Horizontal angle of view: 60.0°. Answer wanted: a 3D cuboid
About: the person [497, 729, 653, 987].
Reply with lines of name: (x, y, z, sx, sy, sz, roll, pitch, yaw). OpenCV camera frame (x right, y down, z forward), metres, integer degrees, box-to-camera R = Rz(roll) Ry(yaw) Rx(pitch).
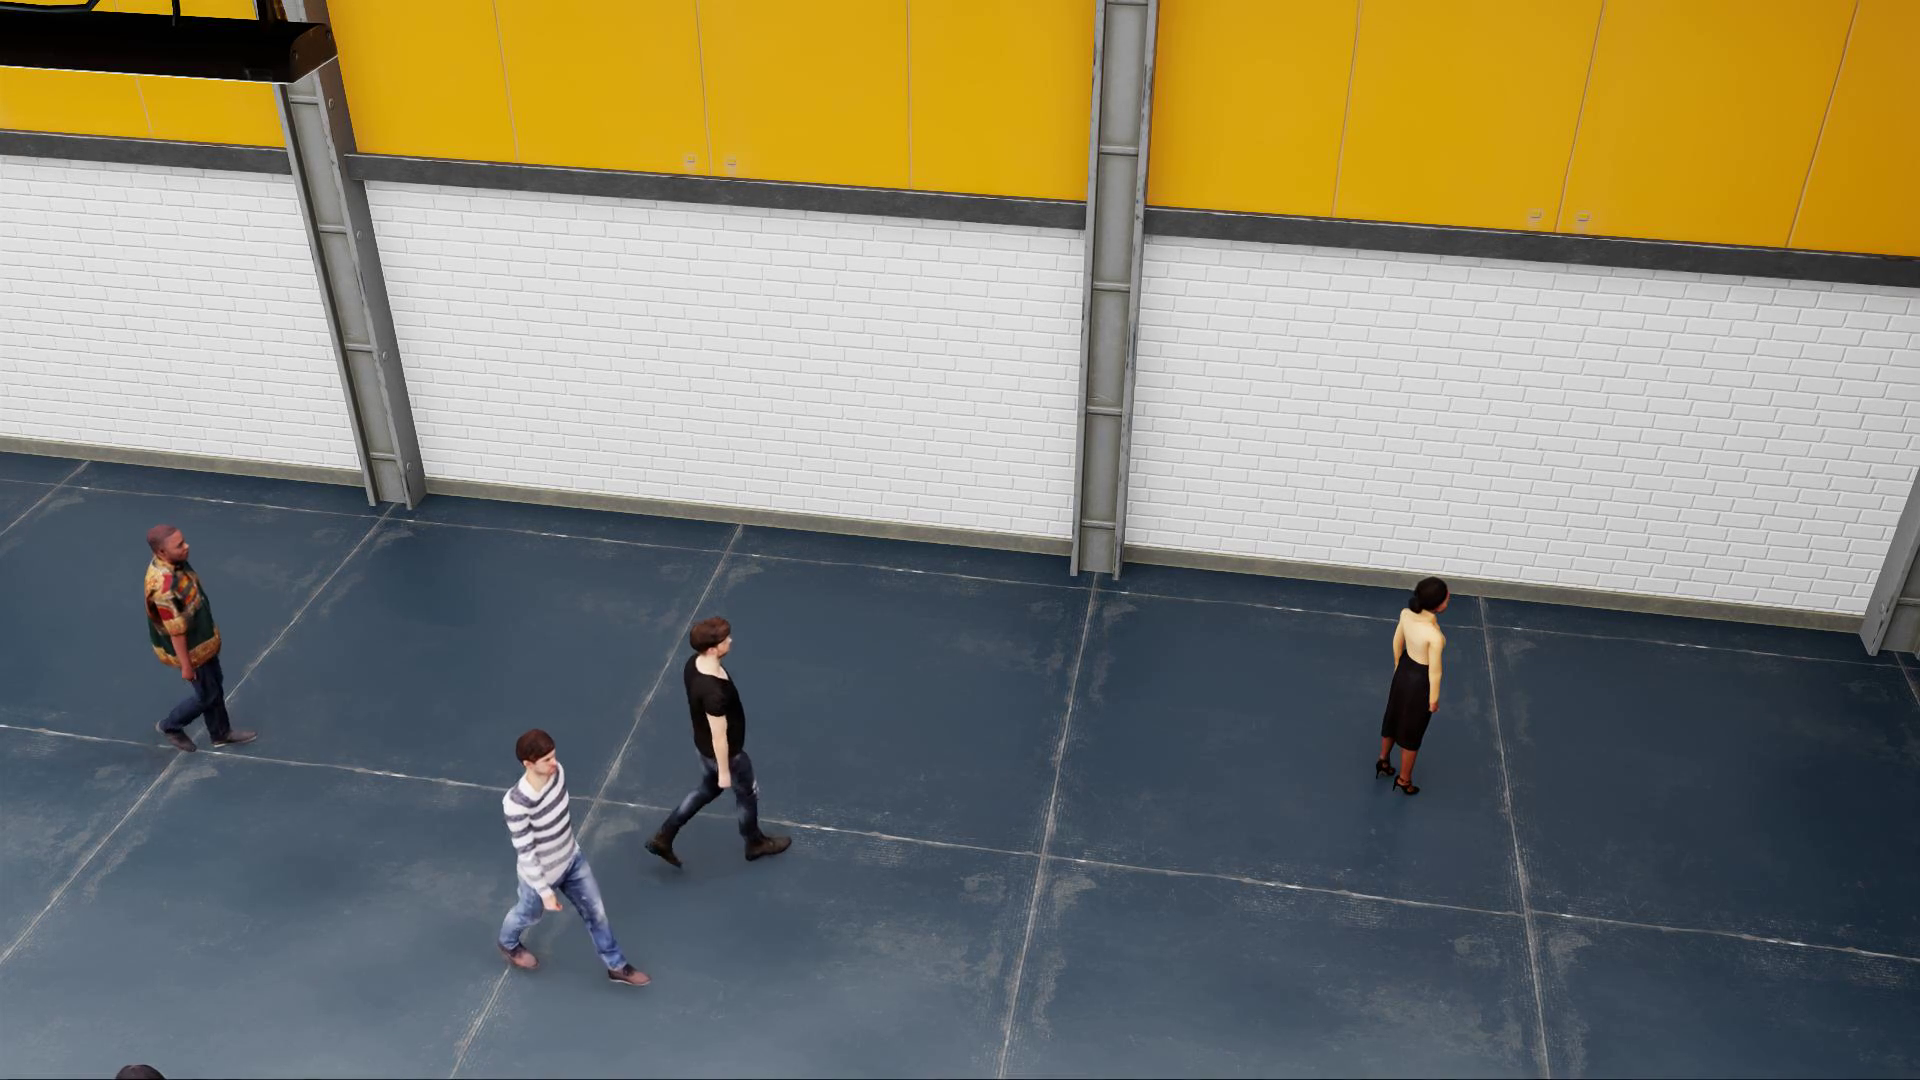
person: (-2.397, 1.812, 9.346, 1.287, 1.802, 0.910, 16, 37, 22)

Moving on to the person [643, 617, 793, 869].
person: (-1.545, 1.282, 10.080, 1.261, 1.872, 1.078, -13, 36, -19)

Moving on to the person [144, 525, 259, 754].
person: (-5.209, 0.685, 11.050, 0.963, 1.794, 0.867, -7, 34, -10)

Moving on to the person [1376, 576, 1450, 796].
person: (2.938, 0.946, 10.782, 0.702, 1.654, 0.666, -15, 36, -21)
